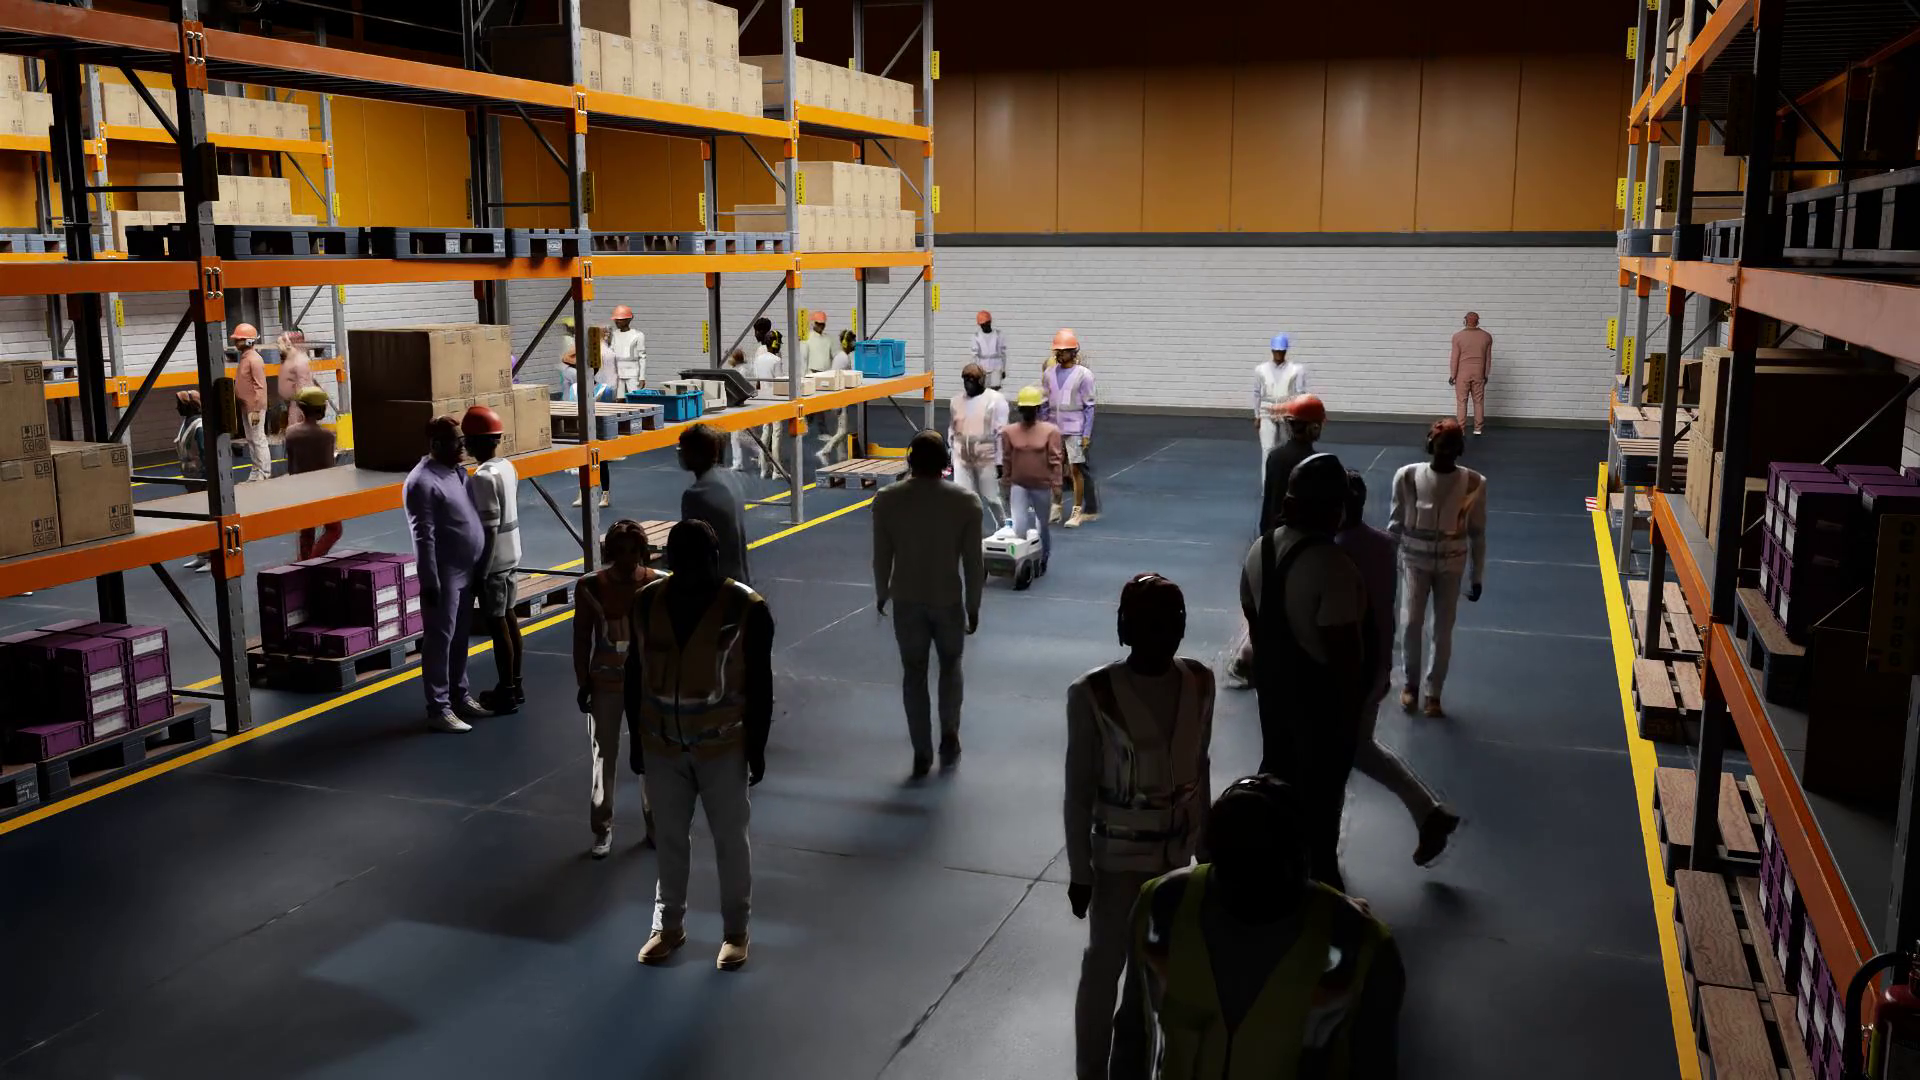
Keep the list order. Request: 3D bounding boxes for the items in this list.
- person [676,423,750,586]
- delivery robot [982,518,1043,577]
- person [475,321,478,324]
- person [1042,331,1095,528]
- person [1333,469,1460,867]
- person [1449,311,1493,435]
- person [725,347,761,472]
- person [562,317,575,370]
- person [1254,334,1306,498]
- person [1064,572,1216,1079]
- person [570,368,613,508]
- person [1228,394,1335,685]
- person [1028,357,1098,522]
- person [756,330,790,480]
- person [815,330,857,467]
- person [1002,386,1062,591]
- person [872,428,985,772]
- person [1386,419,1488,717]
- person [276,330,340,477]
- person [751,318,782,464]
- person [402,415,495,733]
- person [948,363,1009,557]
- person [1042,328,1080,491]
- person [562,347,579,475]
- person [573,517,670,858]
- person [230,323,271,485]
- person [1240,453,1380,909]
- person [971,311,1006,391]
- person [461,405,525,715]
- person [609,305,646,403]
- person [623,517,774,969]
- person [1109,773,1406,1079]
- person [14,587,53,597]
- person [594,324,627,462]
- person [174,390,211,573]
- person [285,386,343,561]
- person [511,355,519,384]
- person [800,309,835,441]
[{"bbox_3d":[-1.422,0.285,9.554,0.444,1.919,0.647,2,10,9],"label":"person"},{"bbox_3d":[0.454,0.055,14.431,0.477,0.478,0.707,5,11,24],"label":"delivery robot"},{"bbox_3d":[-6.527,-2.087,22.982,0.628,1.887,0.646,-8,13,-38],"label":"person"},{"bbox_3d":[1.095,-1.142,17.241,0.609,2.044,0.394,8,13,37],"label":"person"},{"bbox_3d":[1.883,0.631,7.678,0.726,1.916,0.637,8,13,39],"label":"person"},{"bbox_3d":[7.824,-2.551,25.560,0.637,1.911,0.403,-1,10,-5],"label":"person"},{"bbox_3d":[-2.796,-1.684,21.451,0.474,1.622,0.536,-6,12,-31],"label":"person"},{"bbox_3d":[-6.347,-2.779,27.308,0.457,1.751,0.524,-3,10,-16],"label":"person"},{"bbox_3d":[3.766,-1.479,19.570,0.621,1.905,1.011,3,11,17],"label":"person"},{"bbox_3d":[0.598,1.031,5.455,0.584,1.882,0.337,-6,12,-30],"label":"person"},{"bbox_3d":[-4.116,-1.201,18.553,0.535,1.697,0.318,2,10,11],"label":"person"},{"bbox_3d":[2.213,-0.002,11.111,1.010,1.953,0.618,-4,11,-21],"label":"person"},{"bbox_3d":[1.057,-1.070,17.503,0.908,1.800,0.517,-2,10,-13],"label":"person"},{"bbox_3d":[-2.338,-1.687,20.821,0.518,1.865,0.328,10,14,43],"label":"person"},{"bbox_3d":[-1.589,-1.797,21.514,0.591,1.846,0.519,-4,11,-24],"label":"person"},{"bbox_3d":[0.632,-0.479,14.377,0.531,1.737,0.804,2,10,10],"label":"person"},{"bbox_3d":[-0.176,0.321,9.381,0.633,1.918,0.649,0,10,1],"label":"person"},{"bbox_3d":[2.927,0.182,10.271,0.623,1.867,0.431,2,10,12],"label":"person"},{"bbox_3d":[-8.217,-1.694,20.832,0.708,1.876,0.682,-6,12,-31],"label":"person"},{"bbox_3d":[-2.601,-2.006,22.349,0.380,1.958,0.601,-5,11,-27],"label":"person"},{"bbox_3d":[-3.080,0.197,10.092,0.409,1.909,0.639,1,10,8],"label":"person"},{"bbox_3d":[0.177,-0.767,15.743,0.634,1.826,0.712,4,11,24],"label":"person"},{"bbox_3d":[1.233,-1.557,19.886,0.367,1.932,0.551,-9,14,-43],"label":"person"},{"bbox_3d":[-4.938,-1.655,21.284,0.284,1.633,0.501,-6,11,-29],"label":"person"},{"bbox_3d":[-1.595,0.701,8.005,0.514,1.639,0.310,-3,11,-18],"label":"person"},{"bbox_3d":[-8.461,-1.582,19.852,0.375,1.997,0.611,-8,13,-37],"label":"person"},{"bbox_3d":[1.565,0.629,7.276,0.535,2.000,0.673,-5,11,-25],"label":"person"},{"bbox_3d":[0.453,-2.723,26.607,0.550,1.876,0.870,2,10,9],"label":"person"},{"bbox_3d":[-2.932,0.130,10.375,0.362,1.939,0.542,0,10,0],"label":"person"},{"bbox_3d":[-4.911,-2.416,24.425,0.616,2.040,0.376,3,11,17],"label":"person"},{"bbox_3d":[-1.071,0.821,6.753,0.625,1.845,0.429,2,10,10],"label":"person"},{"bbox_3d":[0.609,1.388,3.589,0.619,1.837,0.430,4,11,23],"label":"person"},{"bbox_3d":[-7.884,-0.353,13.953,0.284,1.634,0.498,1,10,5],"label":"person"},{"bbox_3d":[-4.820,-1.942,22.248,0.744,1.872,0.658,-8,13,-39],"label":"person"},{"bbox_3d":[-6.839,-0.529,14.931,0.311,1.639,0.521,-9,13,-41],"label":"person"},{"bbox_3d":[-5.428,-0.407,13.930,0.535,1.757,0.434,4,11,21],"label":"person"},{"bbox_3d":[-5.702,-1.676,20.549,0.548,1.936,0.378,5,11,27],"label":"person"},{"bbox_3d":[-2.169,-2.494,25.091,0.621,1.969,0.849,-9,14,-42],"label":"person"}]
